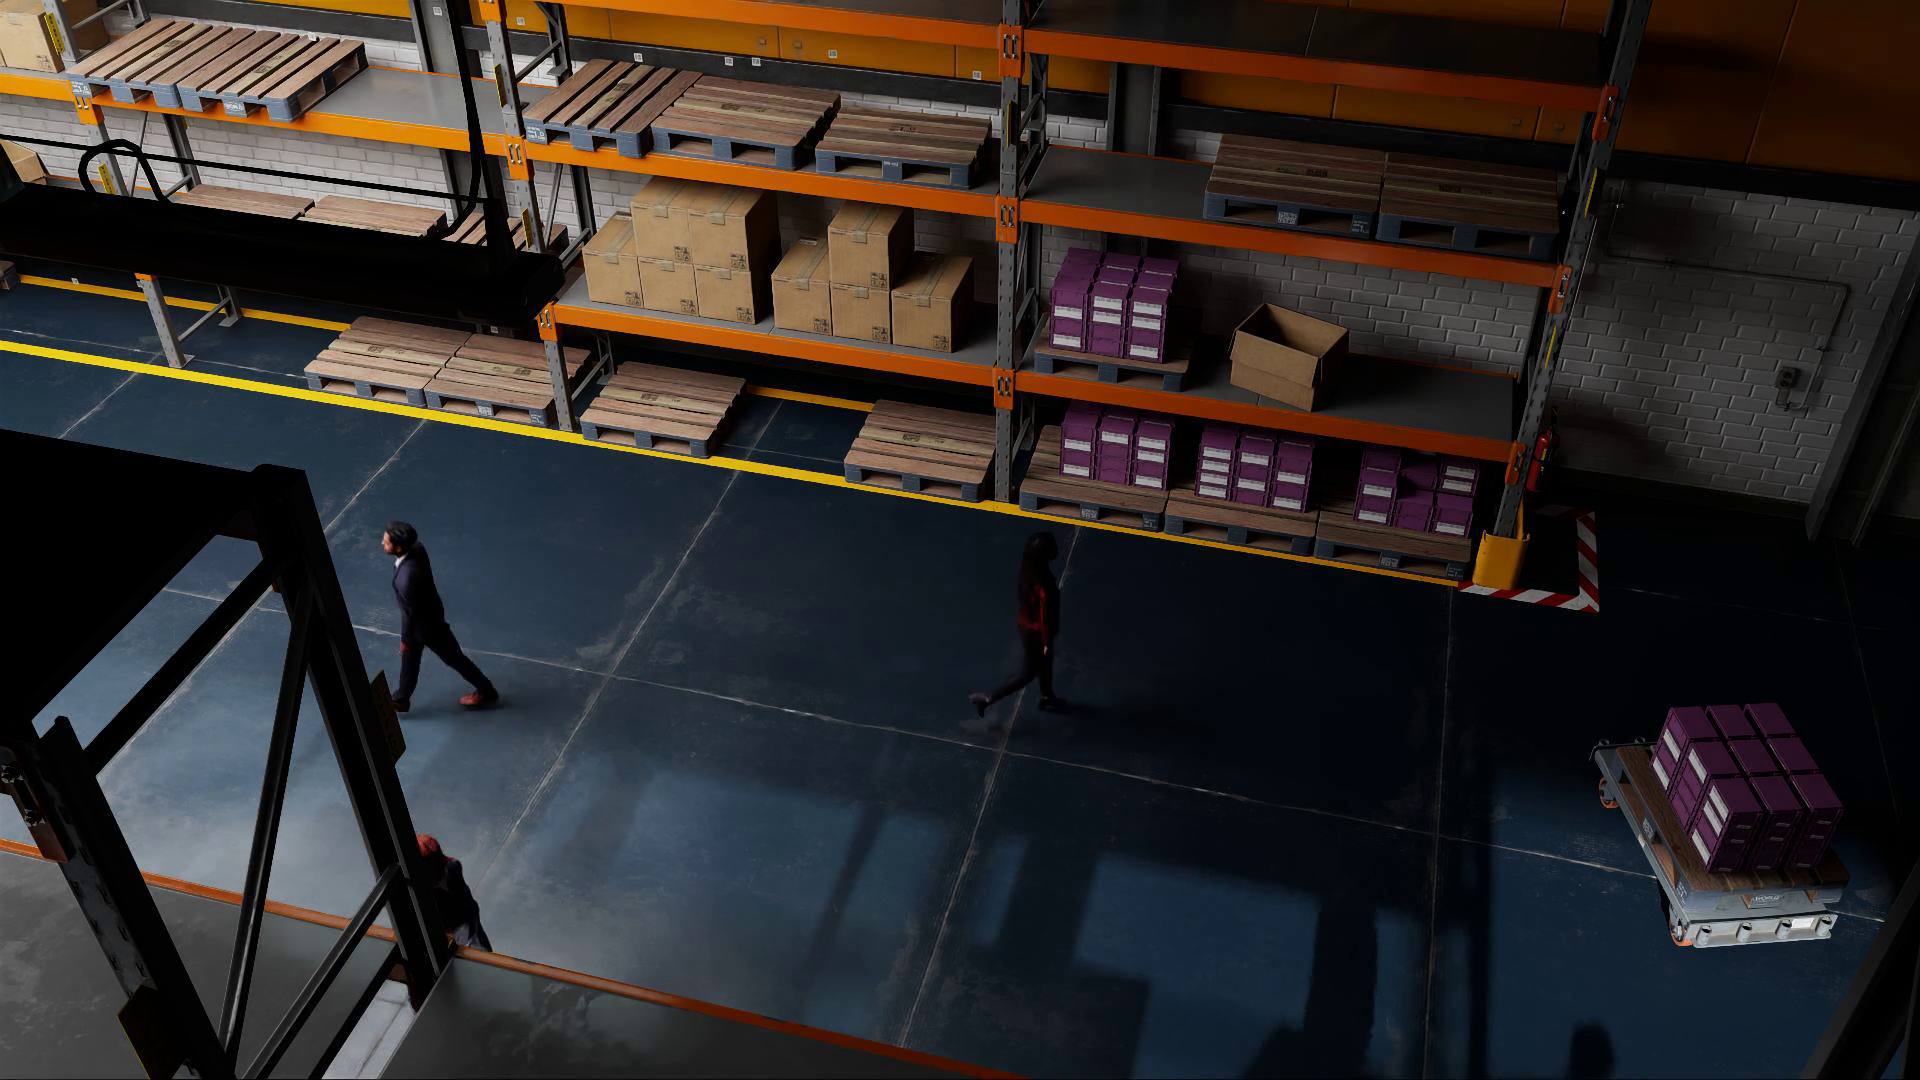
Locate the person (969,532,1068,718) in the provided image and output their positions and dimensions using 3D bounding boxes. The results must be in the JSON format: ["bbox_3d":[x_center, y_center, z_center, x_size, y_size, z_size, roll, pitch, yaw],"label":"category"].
[{"bbox_3d":[0.438,0.640,11.490,1.059,1.634,0.876,-9,39,-11],"label":"person"}]

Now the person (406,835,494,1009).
[{"bbox_3d":[-2.924,2.276,9.352,1.189,1.745,0.780,19,42,22],"label":"person"}]

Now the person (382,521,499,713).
[{"bbox_3d":[-3.614,0.575,11.538,1.222,1.675,1.009,-9,39,-10],"label":"person"}]
